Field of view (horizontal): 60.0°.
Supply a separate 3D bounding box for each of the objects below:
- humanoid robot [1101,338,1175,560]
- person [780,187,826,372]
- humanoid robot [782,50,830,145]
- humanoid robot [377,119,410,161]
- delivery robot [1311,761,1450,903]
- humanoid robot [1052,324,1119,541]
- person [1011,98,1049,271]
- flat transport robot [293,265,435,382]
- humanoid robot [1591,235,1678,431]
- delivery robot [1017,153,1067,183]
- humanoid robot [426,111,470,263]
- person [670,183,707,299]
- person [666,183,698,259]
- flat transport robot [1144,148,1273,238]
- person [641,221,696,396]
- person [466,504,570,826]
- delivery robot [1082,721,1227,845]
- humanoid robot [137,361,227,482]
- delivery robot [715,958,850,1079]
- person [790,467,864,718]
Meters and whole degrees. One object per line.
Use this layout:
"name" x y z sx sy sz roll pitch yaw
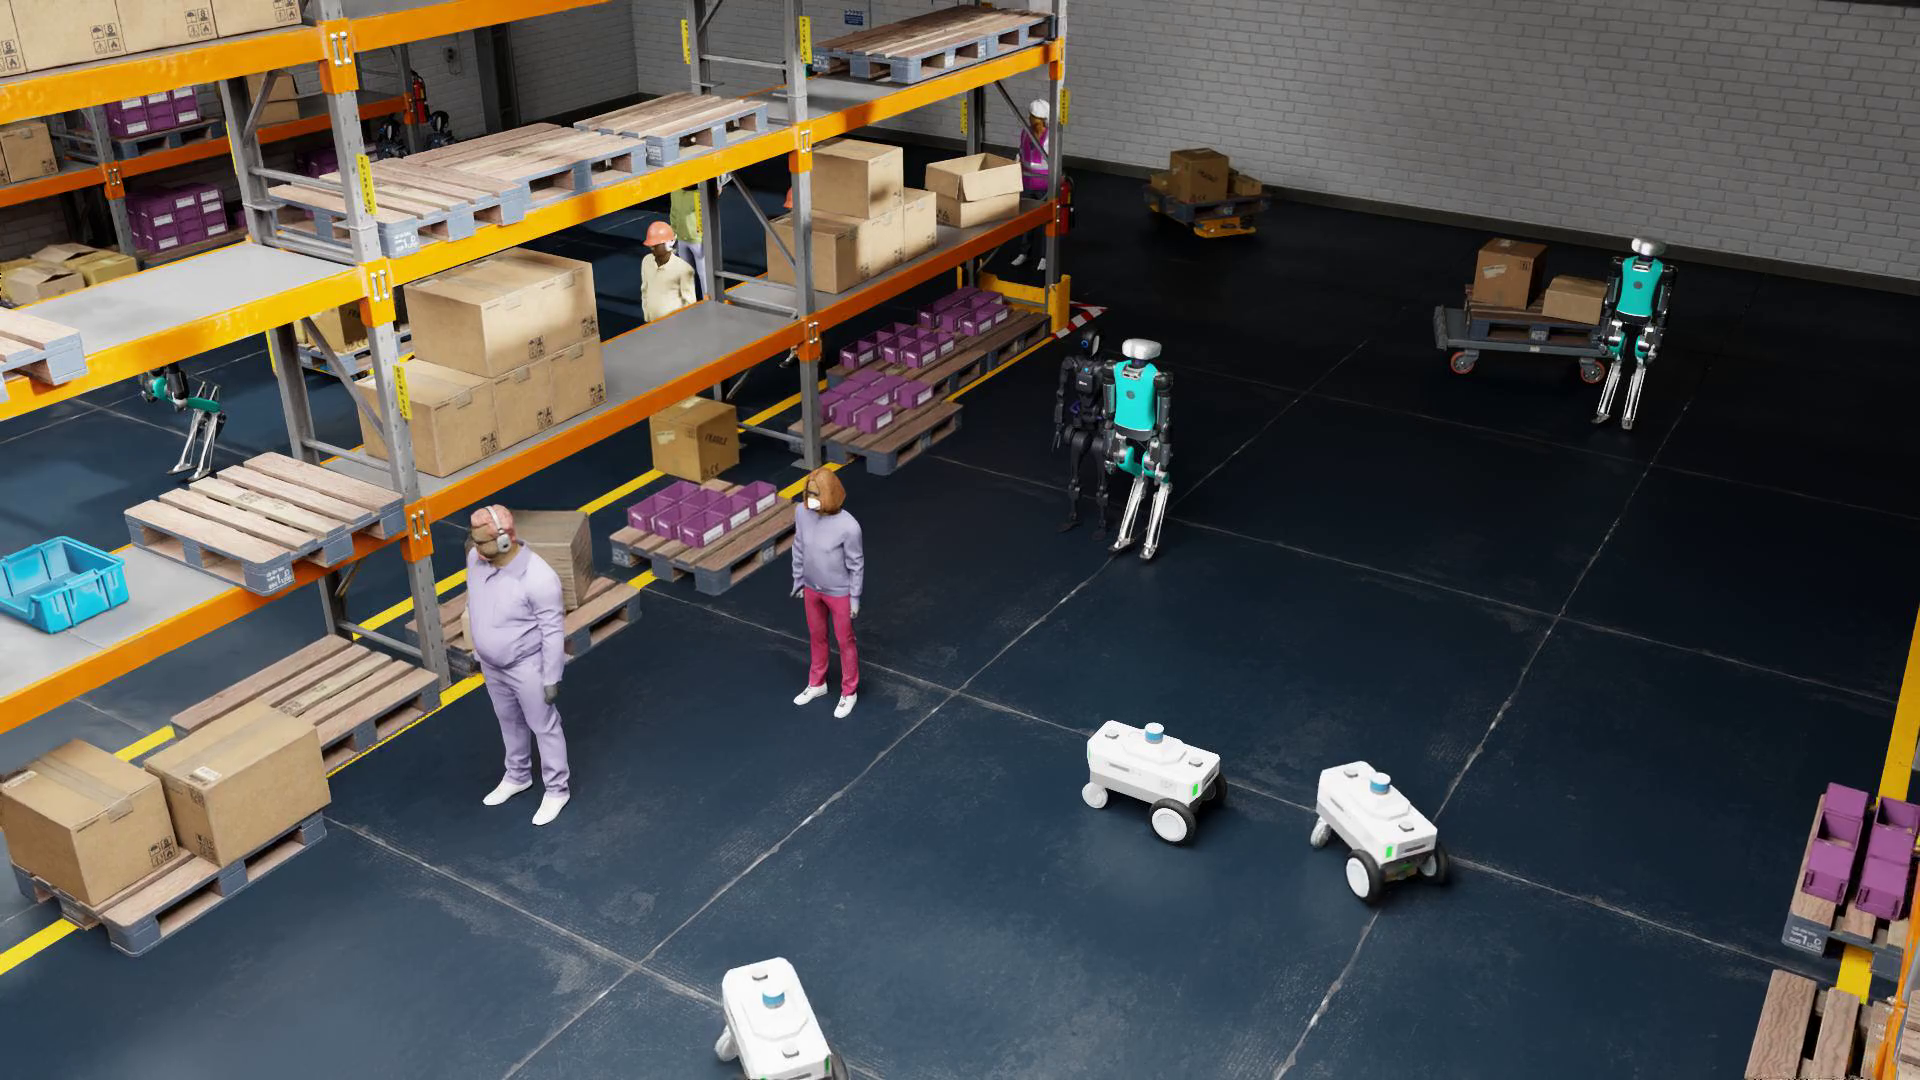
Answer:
"humanoid robot" 1.334 -0.695 11.797 0.533 1.677 0.735 16 31 28
"person" -1.448 -2.396 15.276 0.561 1.752 0.330 17 31 29
"humanoid robot" -1.877 -5.471 21.209 0.533 1.677 0.735 16 31 28
"humanoid robot" -6.011 -3.707 17.930 0.599 1.657 0.315 16 31 28
"delivery robot" 2.224 1.543 8.861 0.512 0.613 0.784 -10 29 -19
"humanoid robot" 0.963 -0.789 12.181 0.599 1.657 0.315 16 31 28
"person" 0.839 -3.861 18.061 0.512 1.848 0.340 17 31 29
"flat transport robot" -5.636 -1.701 15.551 1.431 0.231 0.659 16 31 28
"humanoid robot" 5.653 -1.763 13.907 0.533 1.673 0.735 16 31 28
"delivery robot" 1.005 -4.680 21.123 0.512 0.613 0.784 -10 29 -19
"humanoid robot" -5.603 -3.887 18.286 0.599 1.657 0.315 16 31 28
"person" -2.666 -2.955 16.509 0.498 1.633 0.282 17 31 29
"person" -3.079 -4.003 18.439 0.761 1.759 0.439 17 31 29
"flat transport robot" 2.894 -3.900 19.884 0.659 0.231 1.431 -10 29 -19
"person" -2.506 -1.875 14.249 0.561 1.752 0.330 17 31 29
"person" -2.434 0.676 9.065 0.637 1.904 0.406 17 31 29
"delivery robot" 1.076 1.290 9.309 0.739 0.566 0.499 16 31 28
"humanoid robot" -6.080 -1.297 12.984 0.533 1.677 0.735 16 31 28
"delivery robot" -0.817 2.265 7.438 0.512 0.613 0.784 -10 29 -19
"person" -0.805 0.310 10.075 0.498 1.633 0.282 17 31 29
